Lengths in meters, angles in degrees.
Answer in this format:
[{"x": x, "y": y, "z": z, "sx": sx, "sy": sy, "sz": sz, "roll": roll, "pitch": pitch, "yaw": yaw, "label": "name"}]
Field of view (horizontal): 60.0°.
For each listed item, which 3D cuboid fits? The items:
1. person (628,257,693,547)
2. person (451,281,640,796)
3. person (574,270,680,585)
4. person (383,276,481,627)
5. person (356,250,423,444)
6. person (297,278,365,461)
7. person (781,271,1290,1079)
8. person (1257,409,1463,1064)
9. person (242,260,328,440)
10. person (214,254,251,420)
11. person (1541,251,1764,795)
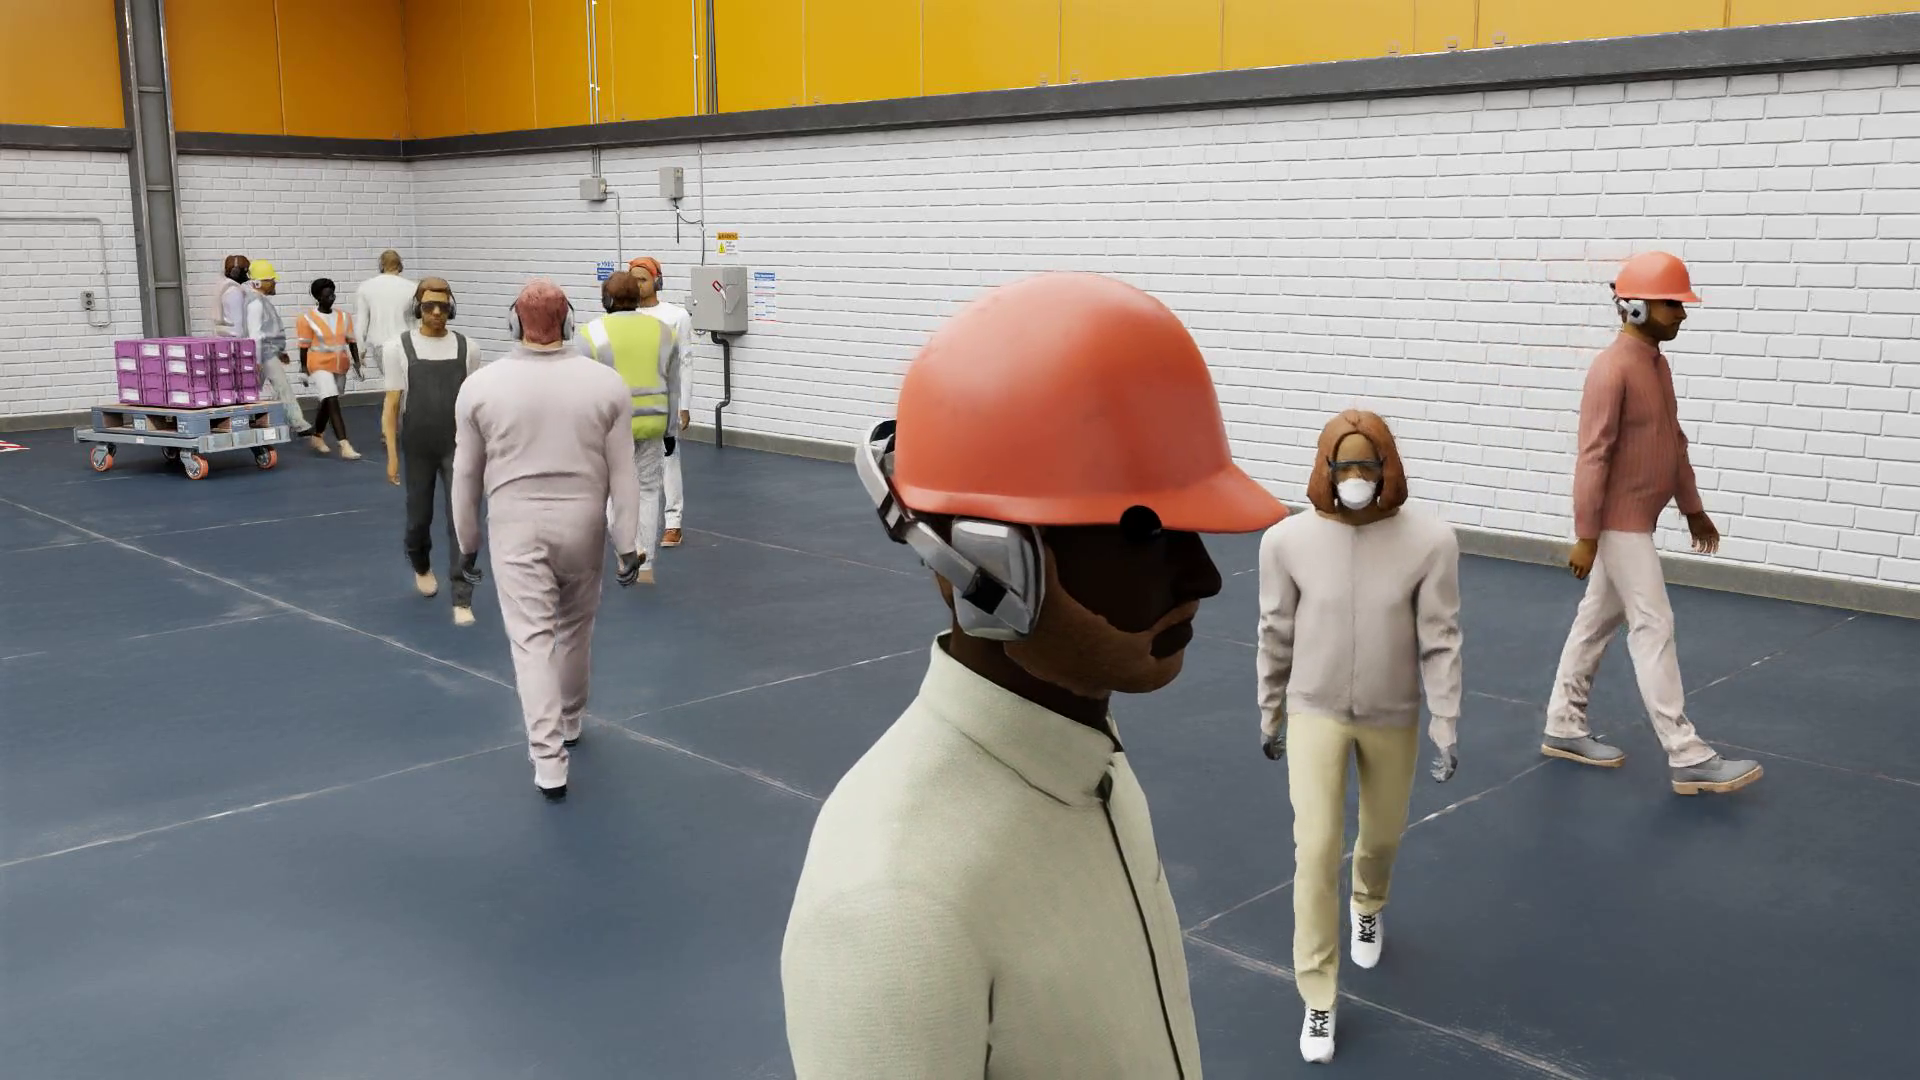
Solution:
[{"x": -2.022, "y": -0.890, "z": 10.828, "sx": 0.579, "sy": 1.883, "sz": 0.352, "roll": 2, "pitch": 11, "yaw": 10, "label": "person"}, {"x": -1.556, "y": -0.036, "z": 6.250, "sx": 0.664, "sy": 1.852, "sz": 0.986, "roll": -4, "pitch": 11, "yaw": -19, "label": "person"}, {"x": -1.879, "y": -0.617, "z": 9.507, "sx": 0.637, "sy": 1.833, "sz": 0.547, "roll": -7, "pitch": 12, "yaw": -32, "label": "person"}, {"x": -2.794, "y": -0.491, "z": 8.845, "sx": 0.521, "sy": 1.824, "sz": 0.847, "roll": -5, "pitch": 11, "yaw": -25, "label": "person"}, {"x": -5.560, "y": -1.896, "z": 16.332, "sx": 0.633, "sy": 1.871, "sz": 1.018, "roll": 0, "pitch": 10, "yaw": 0, "label": "person"}, {"x": -5.771, "y": -1.566, "z": 15.196, "sx": 0.922, "sy": 1.646, "sz": 0.537, "roll": 8, "pitch": 13, "yaw": 36, "label": "person"}, {"x": 0.056, "y": 0.777, "z": 1.432, "sx": 0.394, "sy": 1.992, "sz": 0.622, "roll": 3, "pitch": 11, "yaw": 14, "label": "person"}, {"x": 1.018, "y": 0.444, "z": 4.319, "sx": 0.501, "sy": 1.602, "sz": 0.763, "roll": 2, "pitch": 11, "yaw": 9, "label": "person"}, {"x": -6.805, "y": -1.844, "z": 16.339, "sx": 0.933, "sy": 1.775, "sz": 0.597, "roll": -5, "pitch": 11, "yaw": -24, "label": "person"}, {"x": -7.300, "y": -1.977, "z": 16.902, "sx": 0.460, "sy": 1.828, "sz": 0.649, "roll": -6, "pitch": 12, "yaw": -29, "label": "person"}, {"x": 2.597, "y": -0.063, "z": 6.120, "sx": 0.864, "sy": 1.959, "sz": 0.619, "roll": 7, "pitch": 13, "yaw": 34, "label": "person"}]
